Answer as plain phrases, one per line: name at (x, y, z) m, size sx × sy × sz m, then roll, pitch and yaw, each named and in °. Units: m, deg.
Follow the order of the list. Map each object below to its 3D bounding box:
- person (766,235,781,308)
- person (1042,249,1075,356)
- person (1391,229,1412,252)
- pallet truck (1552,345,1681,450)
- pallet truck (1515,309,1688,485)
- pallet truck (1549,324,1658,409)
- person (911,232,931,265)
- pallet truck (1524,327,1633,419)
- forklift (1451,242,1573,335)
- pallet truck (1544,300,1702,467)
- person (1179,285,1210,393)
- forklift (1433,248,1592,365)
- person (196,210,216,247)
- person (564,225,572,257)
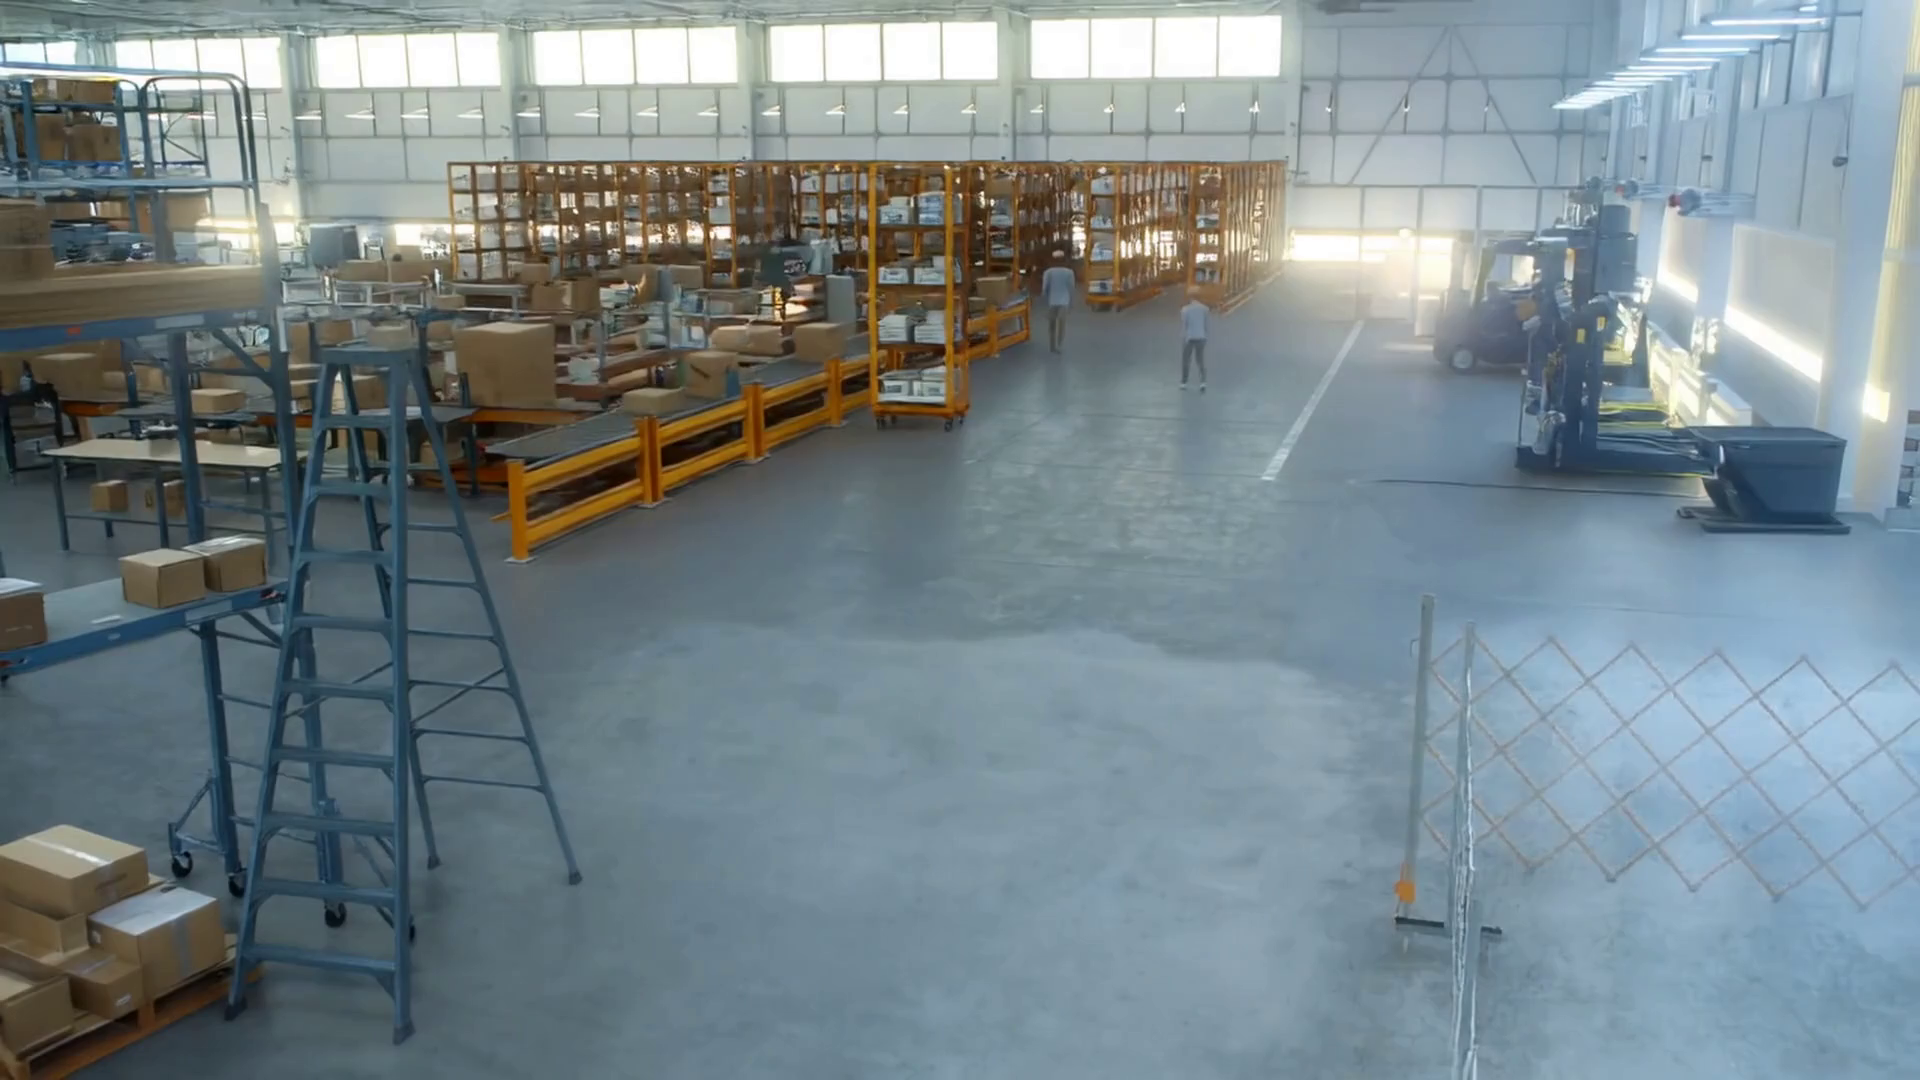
person at (-4.585, -6.690, 41.450) m, size 0.523 × 1.831 × 0.585 m, roll 4°, pitch 14°, yaw 15°
person at (1.893, -4.579, 31.989) m, size 0.618 × 1.989 × 1.041 m, roll 2°, pitch 13°, yaw 7°
person at (11.027, -6.754, 41.452) m, size 0.702 × 1.953 × 0.619 m, roll -7°, pitch 15°, yaw -28°
pallet truck at (8.641, -1.896, 21.908) m, size 1.630 × 1.274 × 0.653 m, roll 4°, pitch 14°, yaw 16°
pallet truck at (7.554, -1.677, 19.446) m, size 1.885 × 1.965 × 0.823 m, roll 3°, pitch 13°, yaw 14°
pallet truck at (9.824, -2.669, 25.407) m, size 1.601 × 1.201 × 0.680 m, roll 4°, pitch 14°, yaw 16°
person at (-1.077, -8.042, 47.364) m, size 0.612 × 1.809 × 0.682 m, roll 4°, pitch 14°, yaw 15°
pallet truck at (9.065, -2.460, 24.370) m, size 1.522 × 1.261 × 0.704 m, roll 3°, pitch 13°, yaw 14°
forklift at (10.464, -4.597, 31.405) m, size 2.680 × 1.987 × 1.157 m, roll 4°, pitch 14°, yaw 16°
pallet truck at (8.263, -1.952, 20.631) m, size 1.885 × 1.965 × 0.823 m, roll 5°, pitch 14°, yaw 20°
person at (3.790, -3.234, 26.756) m, size 0.536 × 1.733 × 0.853 m, roll -3°, pitch 13°, yaw -13°
forklift at (9.780, -4.111, 29.280) m, size 2.680 × 1.987 × 1.157 m, roll 3°, pitch 13°, yaw 14°
person at (-24.860, -9.881, 54.886) m, size 0.393 × 1.995 × 0.612 m, roll 9°, pitch 16°, yaw 35°
person at (-14.930, -11.534, 62.651) m, size 0.746 × 1.722 × 0.566 m, roll 0°, pitch 13°, yaw 2°
